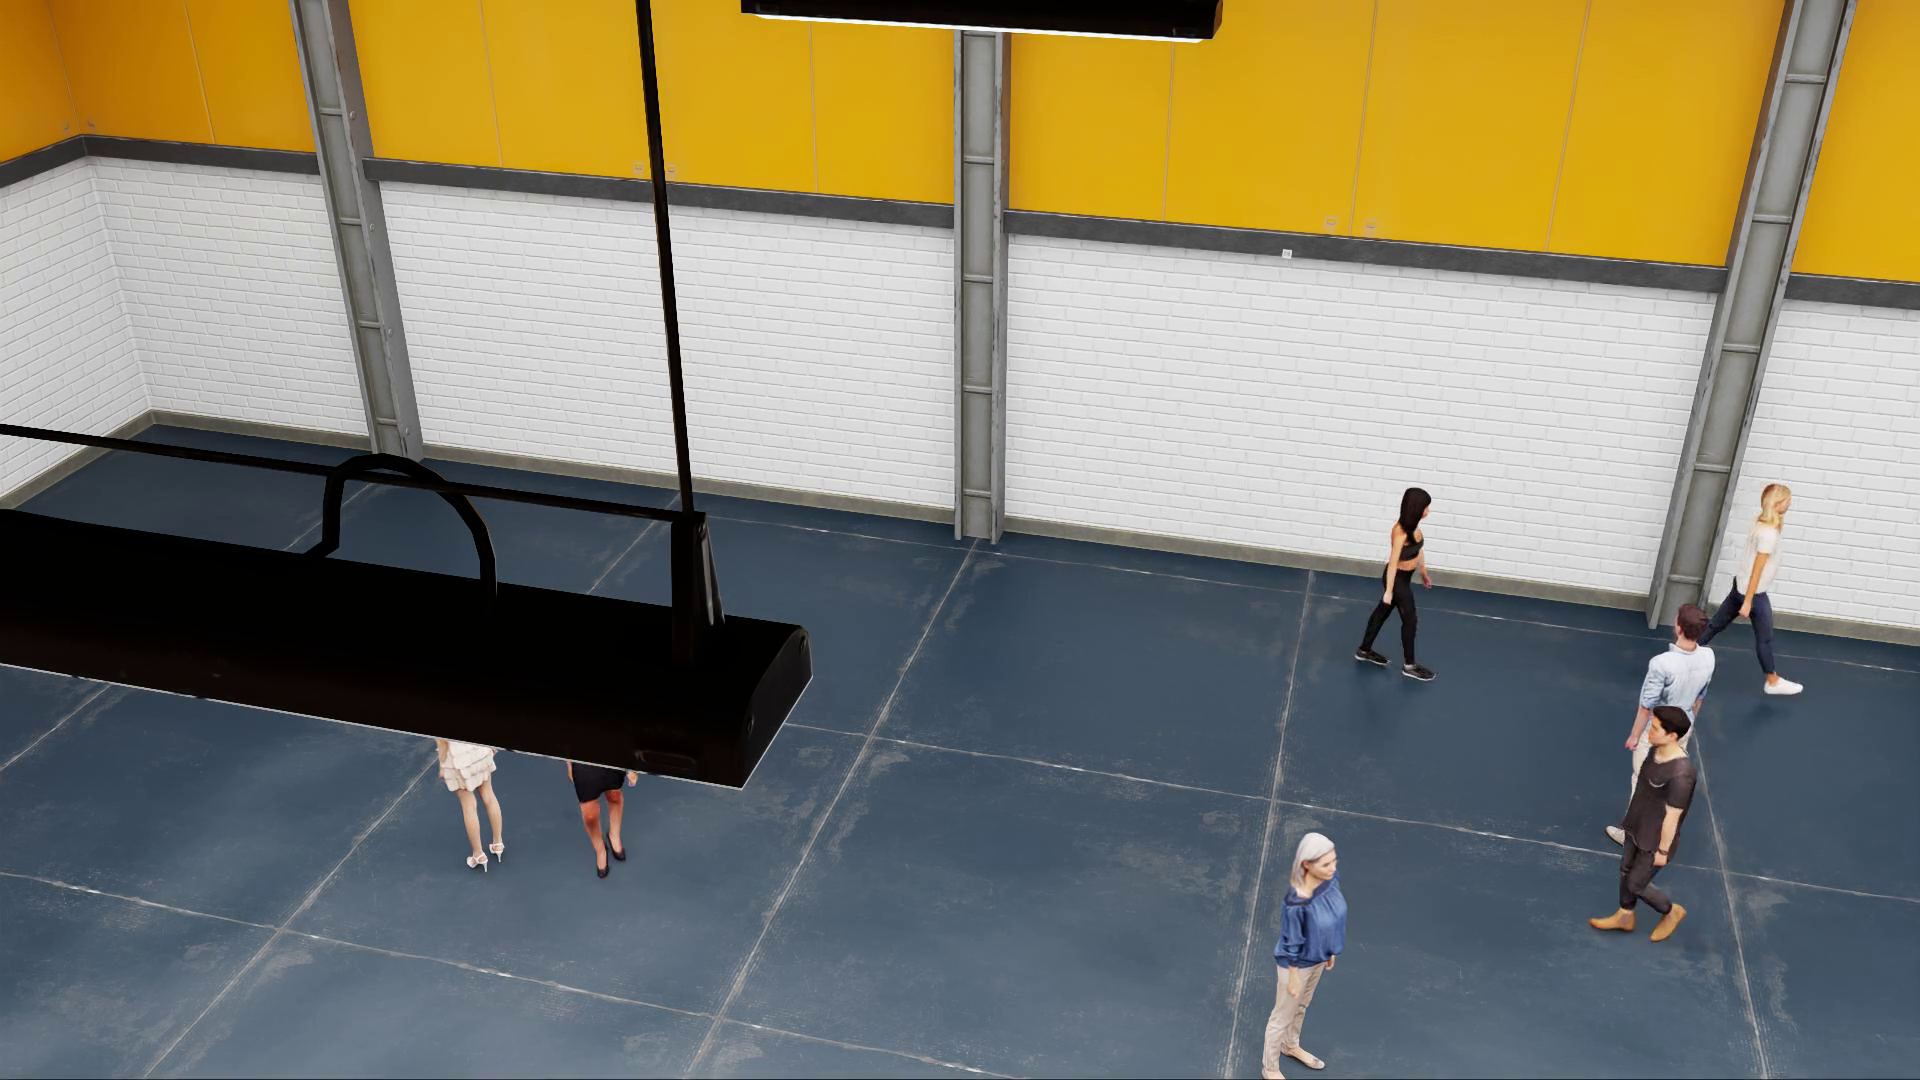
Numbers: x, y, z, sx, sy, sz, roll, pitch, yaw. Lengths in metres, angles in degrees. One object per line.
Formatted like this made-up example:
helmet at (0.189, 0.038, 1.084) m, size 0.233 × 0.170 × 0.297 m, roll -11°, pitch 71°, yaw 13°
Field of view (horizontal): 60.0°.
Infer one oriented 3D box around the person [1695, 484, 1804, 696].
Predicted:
person at (5.914, 0.389, 12.658) m, size 1.119 × 1.759 × 0.628 m, roll 7°, pitch 29°, yaw 12°

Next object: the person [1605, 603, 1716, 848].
person at (4.660, 1.245, 10.997) m, size 0.668 × 1.847 × 0.792 m, roll -8°, pitch 30°, yaw -14°

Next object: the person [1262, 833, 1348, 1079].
person at (1.893, 2.316, 9.200) m, size 0.700 × 1.697 × 0.695 m, roll 22°, pitch 36°, yaw 34°

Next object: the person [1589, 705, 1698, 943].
person at (4.316, 1.765, 10.196) m, size 0.841 × 1.702 × 0.733 m, roll 0°, pitch 29°, yaw 0°

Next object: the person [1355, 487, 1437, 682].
person at (3.335, 0.302, 12.966) m, size 0.912 × 1.618 × 0.655 m, roll 11°, pitch 31°, yaw 20°
